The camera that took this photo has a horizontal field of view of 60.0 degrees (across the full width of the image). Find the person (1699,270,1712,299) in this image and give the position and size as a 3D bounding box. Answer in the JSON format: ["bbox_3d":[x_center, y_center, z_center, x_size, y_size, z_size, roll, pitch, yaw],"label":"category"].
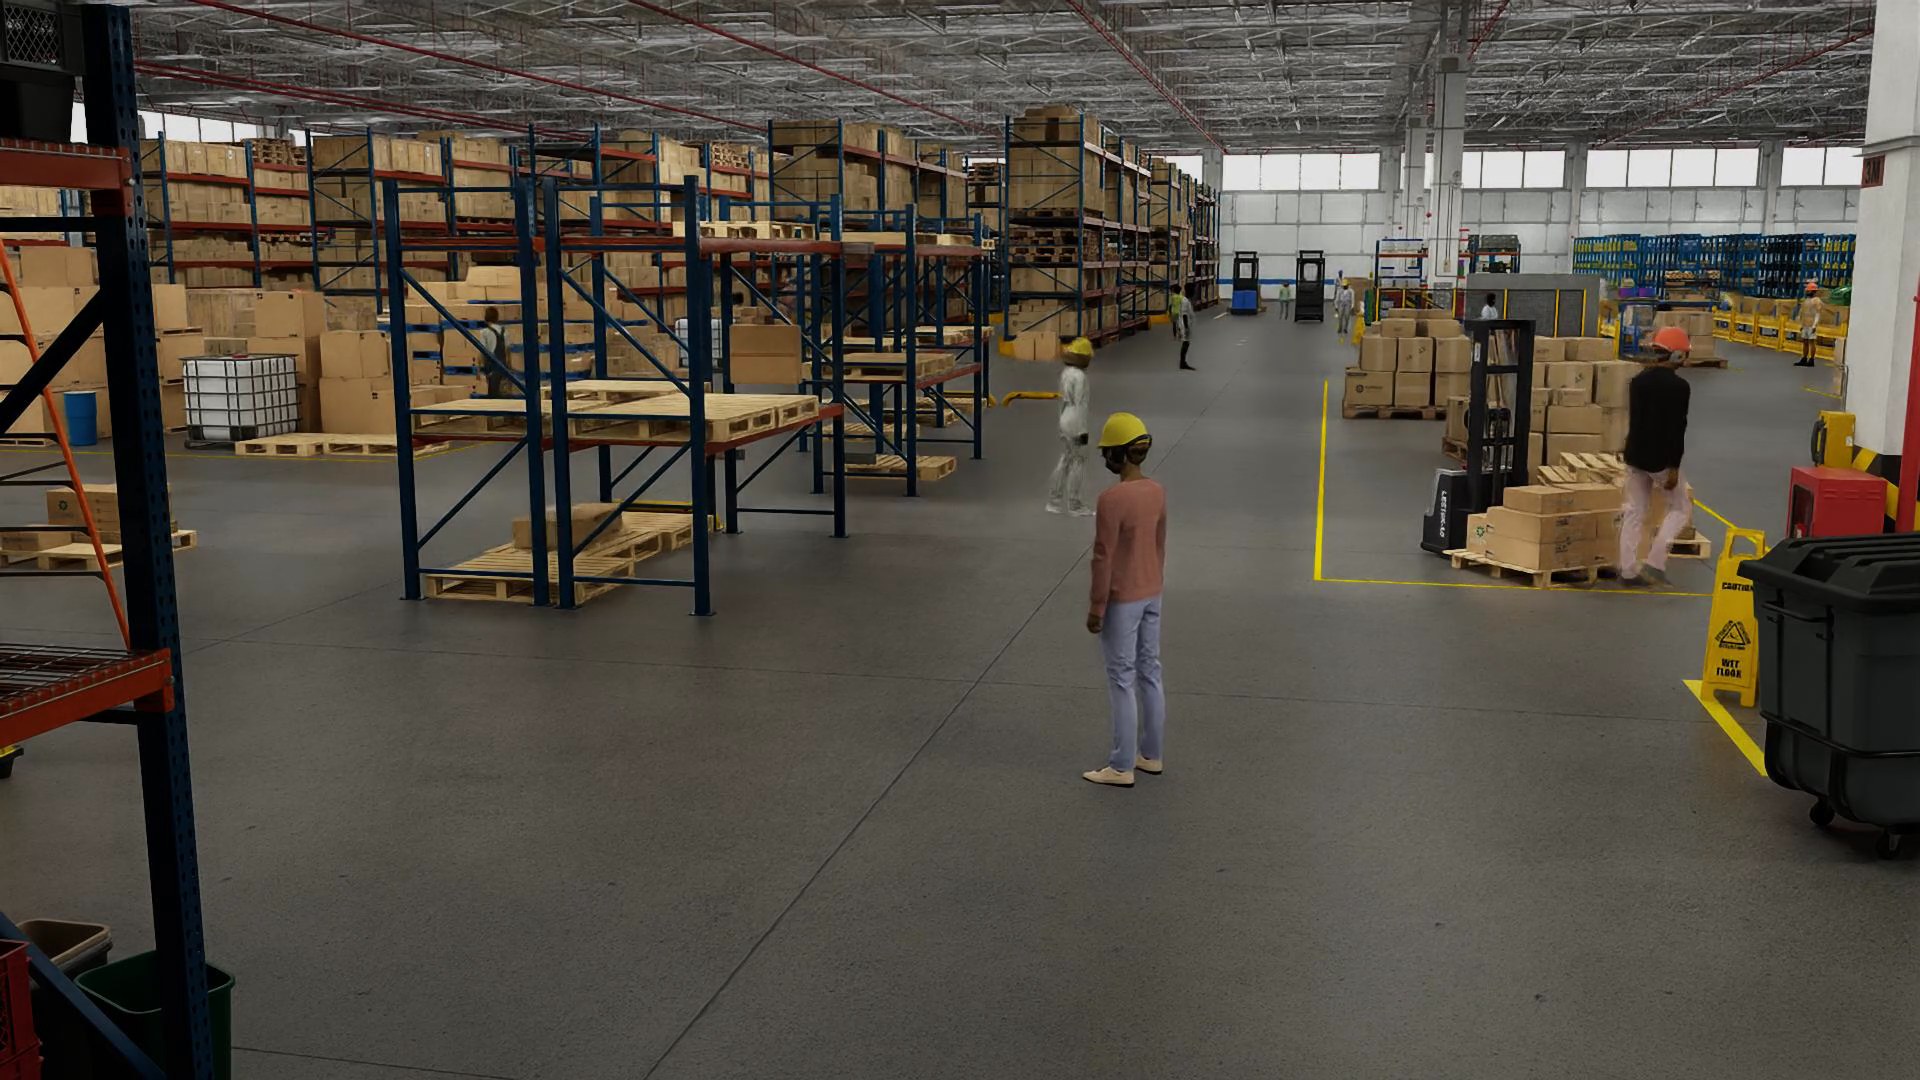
[{"bbox_3d":[36.307,-12.167,80.976,0.621,1.961,0.607,-8,12,-38],"label":"person"}]

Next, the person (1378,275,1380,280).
[{"bbox_3d":[21.824,-13.035,86.859,0.560,1.705,0.509,-2,10,-10],"label":"person"}]

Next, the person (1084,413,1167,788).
[{"bbox_3d":[0.781,0.278,7.880,0.335,1.761,0.519,7,12,38],"label":"person"}]

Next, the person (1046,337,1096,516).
[{"bbox_3d":[1.104,-1.089,16.064,0.348,1.752,0.498,-3,10,-16],"label":"person"}]

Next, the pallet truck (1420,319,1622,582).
[{"bbox_3d":[4.543,-0.757,13.299,0.823,1.965,1.885,-4,10,-22],"label":"pallet truck"}]

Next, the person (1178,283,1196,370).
[{"bbox_3d":[5.071,-4.760,37.179,0.373,1.947,0.654,2,10,11],"label":"person"}]

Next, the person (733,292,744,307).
[{"bbox_3d":[-5.593,-5.334,41.387,0.850,1.663,0.530,2,10,9],"label":"person"}]

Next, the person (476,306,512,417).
[{"bbox_3d":[-6.661,-2.475,24.032,0.867,1.810,0.524,6,11,30],"label":"person"}]

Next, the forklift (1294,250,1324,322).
[{"bbox_3d":[13.778,-10.002,65.433,1.129,2.768,1.873,2,10,12],"label":"forklift"}]

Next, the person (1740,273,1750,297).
[{"bbox_3d":[37.673,-11.905,79.883,0.640,1.819,0.393,1,10,7],"label":"person"}]

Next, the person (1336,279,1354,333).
[{"bbox_3d":[12.822,-7.773,55.417,0.615,1.790,0.871,3,10,18],"label":"person"}]

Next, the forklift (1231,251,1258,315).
[{"bbox_3d":[12.548,-11.308,73.167,1.129,2.768,1.873,2,10,12],"label":"forklift"}]

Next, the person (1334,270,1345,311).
[{"bbox_3d":[18.281,-12.012,80.090,0.605,1.948,0.385,-5,11,-27],"label":"person"}]

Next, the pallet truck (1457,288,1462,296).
[{"bbox_3d":[20.506,-9.785,68.819,0.653,1.274,1.630,2,10,12],"label":"pallet truck"}]

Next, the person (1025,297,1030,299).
[{"bbox_3d":[2.518,-8.265,57.932,0.629,1.940,0.378,-8,13,-40],"label":"person"}]

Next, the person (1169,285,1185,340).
[{"bbox_3d":[6.650,-6.948,50.898,0.535,1.685,0.368,1,10,6],"label":"person"}]

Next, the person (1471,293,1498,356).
[{"bbox_3d":[12.598,-5.070,39.769,0.539,1.678,0.701,-7,12,-37],"label":"person"}]

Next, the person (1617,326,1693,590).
[{"bbox_3d":[5.177,-0.593,12.382,0.486,1.974,0.630,-4,10,-23],"label":"person"}]

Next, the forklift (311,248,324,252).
[{"bbox_3d":[-19.932,-7.789,52.328,1.873,2.768,1.129,2,10,12],"label":"forklift"}]

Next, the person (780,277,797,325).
[{"bbox_3d":[-5.629,-7.717,54.833,0.670,1.890,0.528,3,10,17],"label":"person"}]

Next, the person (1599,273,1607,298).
[{"bbox_3d":[28.712,-11.024,74.482,0.661,1.879,0.862,-9,13,-42],"label":"person"}]

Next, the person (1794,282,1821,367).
[{"bbox_3d":[19.630,-4.978,38.474,0.371,1.937,0.549,-1,10,-7],"label":"person"}]

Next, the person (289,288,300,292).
[{"bbox_3d":[-13.514,-4.226,34.173,0.990,1.892,0.557,1,10,4],"label":"person"}]

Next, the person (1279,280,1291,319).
[{"bbox_3d":[13.348,-9.863,68.348,0.505,1.611,0.551,4,10,22],"label":"person"}]
